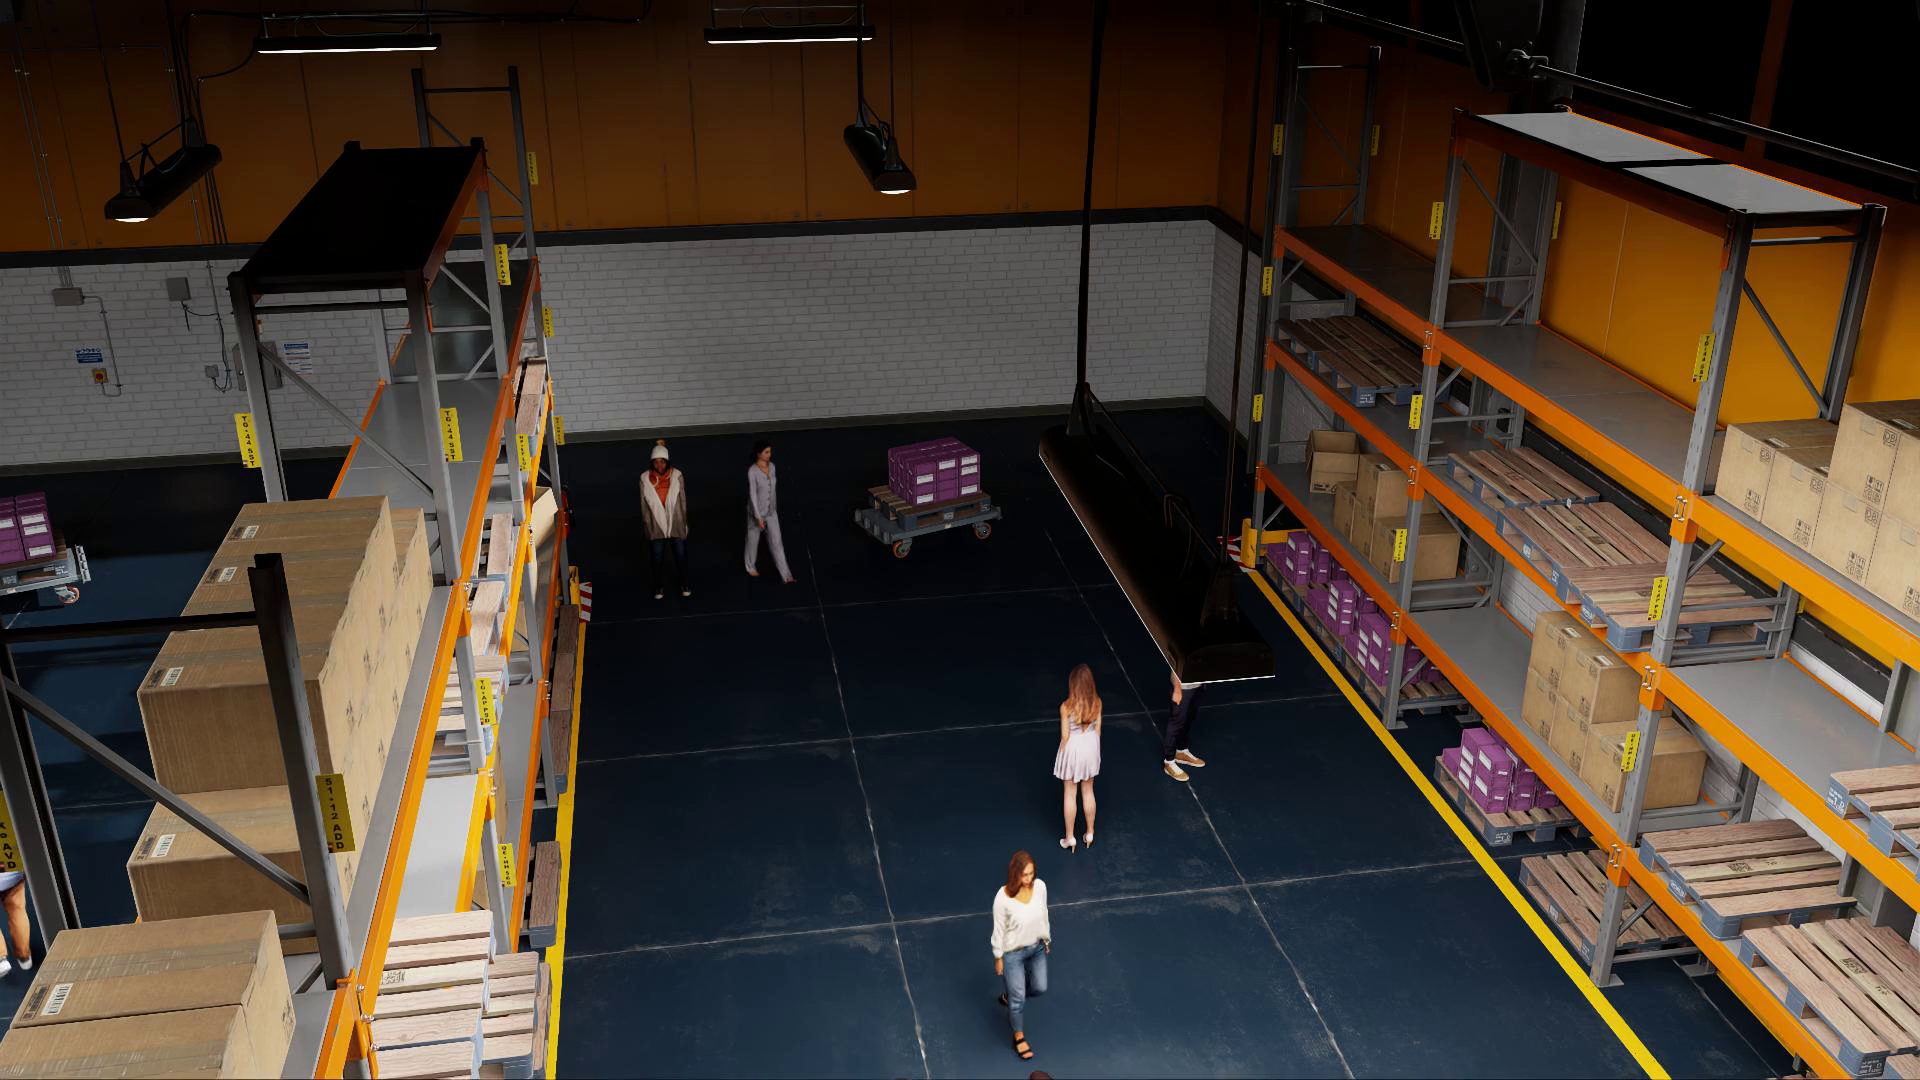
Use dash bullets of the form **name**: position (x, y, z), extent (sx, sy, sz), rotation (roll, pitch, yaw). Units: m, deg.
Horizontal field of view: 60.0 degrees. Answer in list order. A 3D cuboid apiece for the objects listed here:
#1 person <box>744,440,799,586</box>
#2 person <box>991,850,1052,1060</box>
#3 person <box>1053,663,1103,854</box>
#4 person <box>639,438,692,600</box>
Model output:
- **person**: position (-2.367, -0.325, 19.283), extent (0.988, 1.722, 1.197), rotation (-19, 30, -36)
- **person**: position (0.405, 2.904, 11.958), extent (0.748, 1.672, 0.813), rotation (-12, 26, -26)
- **person**: position (1.022, 1.866, 14.212), extent (0.598, 1.769, 0.617), rotation (-8, 25, -17)
- **person**: position (-3.342, -0.252, 18.901), extent (0.670, 1.894, 0.643), rotation (-5, 24, -11)
